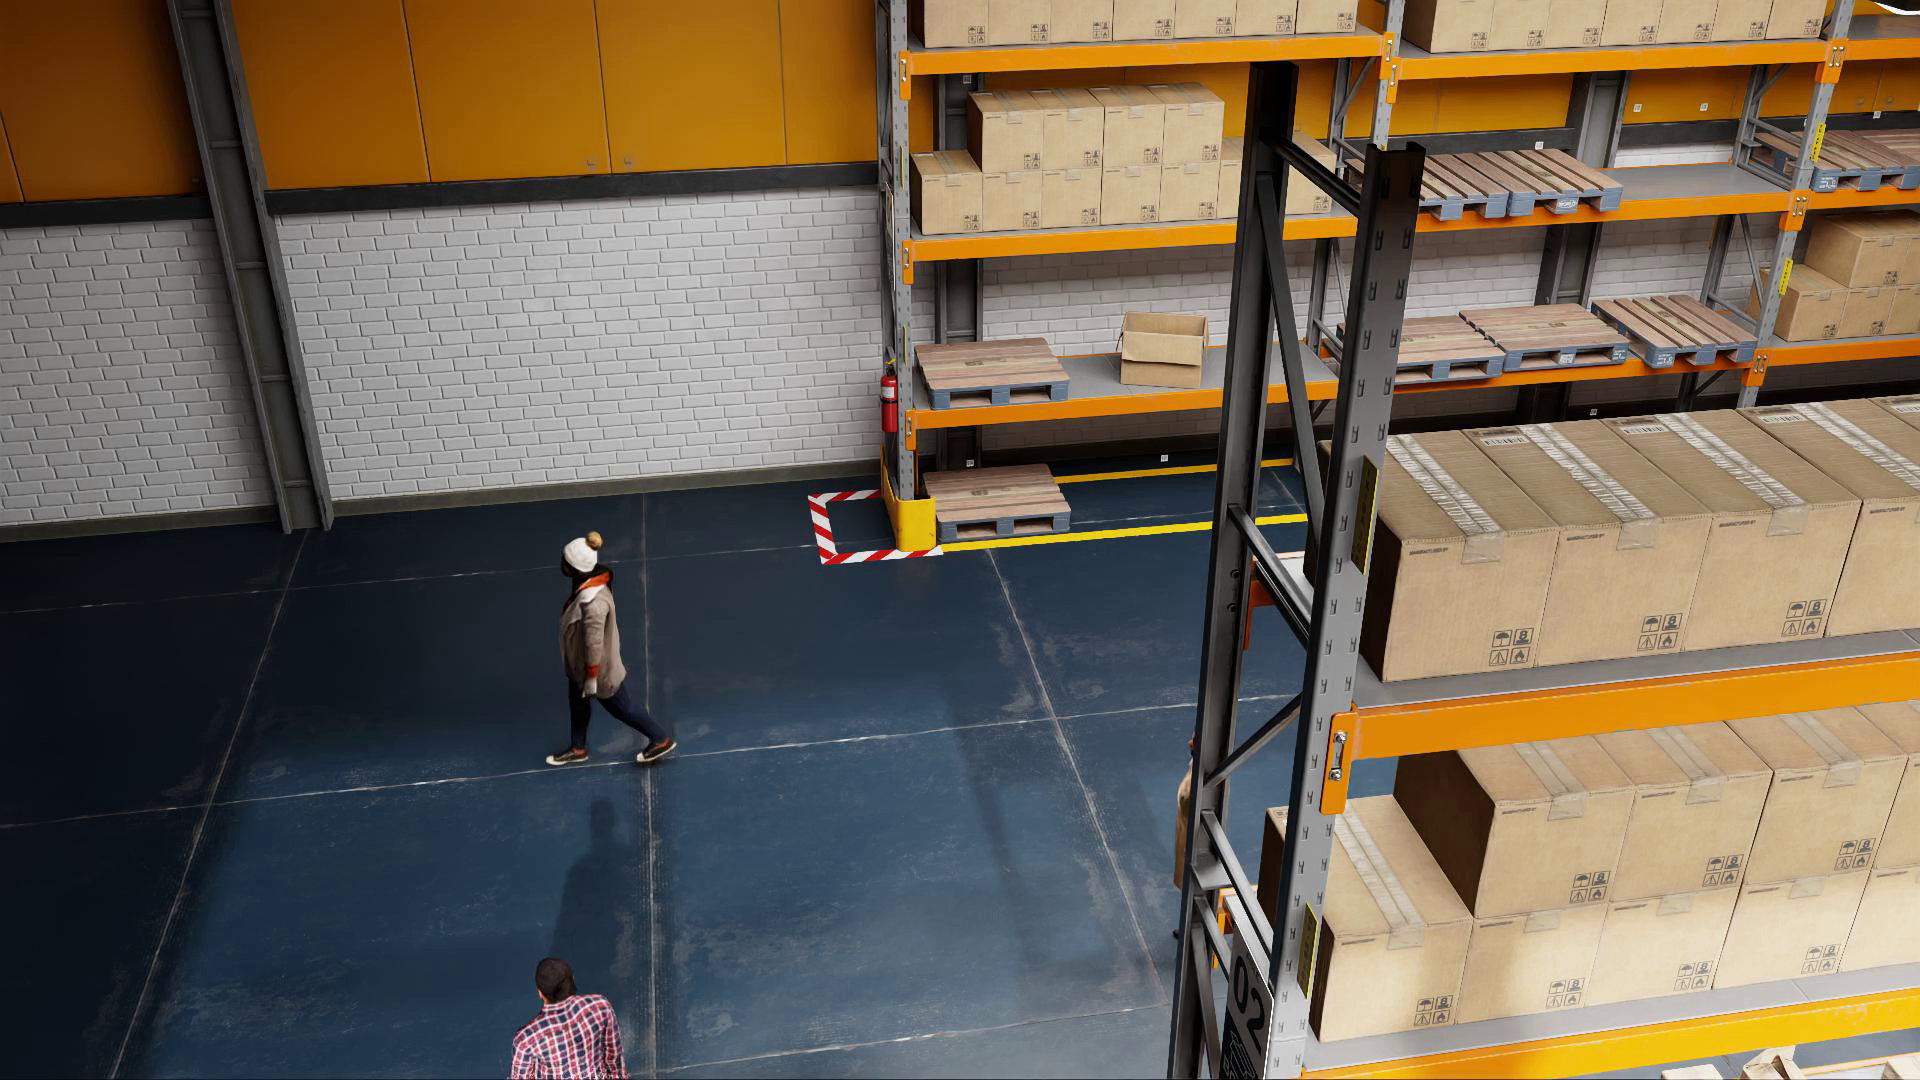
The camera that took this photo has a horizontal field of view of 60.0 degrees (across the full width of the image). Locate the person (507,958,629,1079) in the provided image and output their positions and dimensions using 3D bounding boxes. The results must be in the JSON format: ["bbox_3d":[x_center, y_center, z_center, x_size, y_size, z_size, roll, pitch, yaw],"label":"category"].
[{"bbox_3d":[-1.820,2.768,7.986,1.087,1.729,1.070,23,36,36],"label":"person"}]

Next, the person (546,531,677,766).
[{"bbox_3d":[-2.409,0.787,11.488,1.164,1.853,0.768,-7,29,-13],"label":"person"}]
